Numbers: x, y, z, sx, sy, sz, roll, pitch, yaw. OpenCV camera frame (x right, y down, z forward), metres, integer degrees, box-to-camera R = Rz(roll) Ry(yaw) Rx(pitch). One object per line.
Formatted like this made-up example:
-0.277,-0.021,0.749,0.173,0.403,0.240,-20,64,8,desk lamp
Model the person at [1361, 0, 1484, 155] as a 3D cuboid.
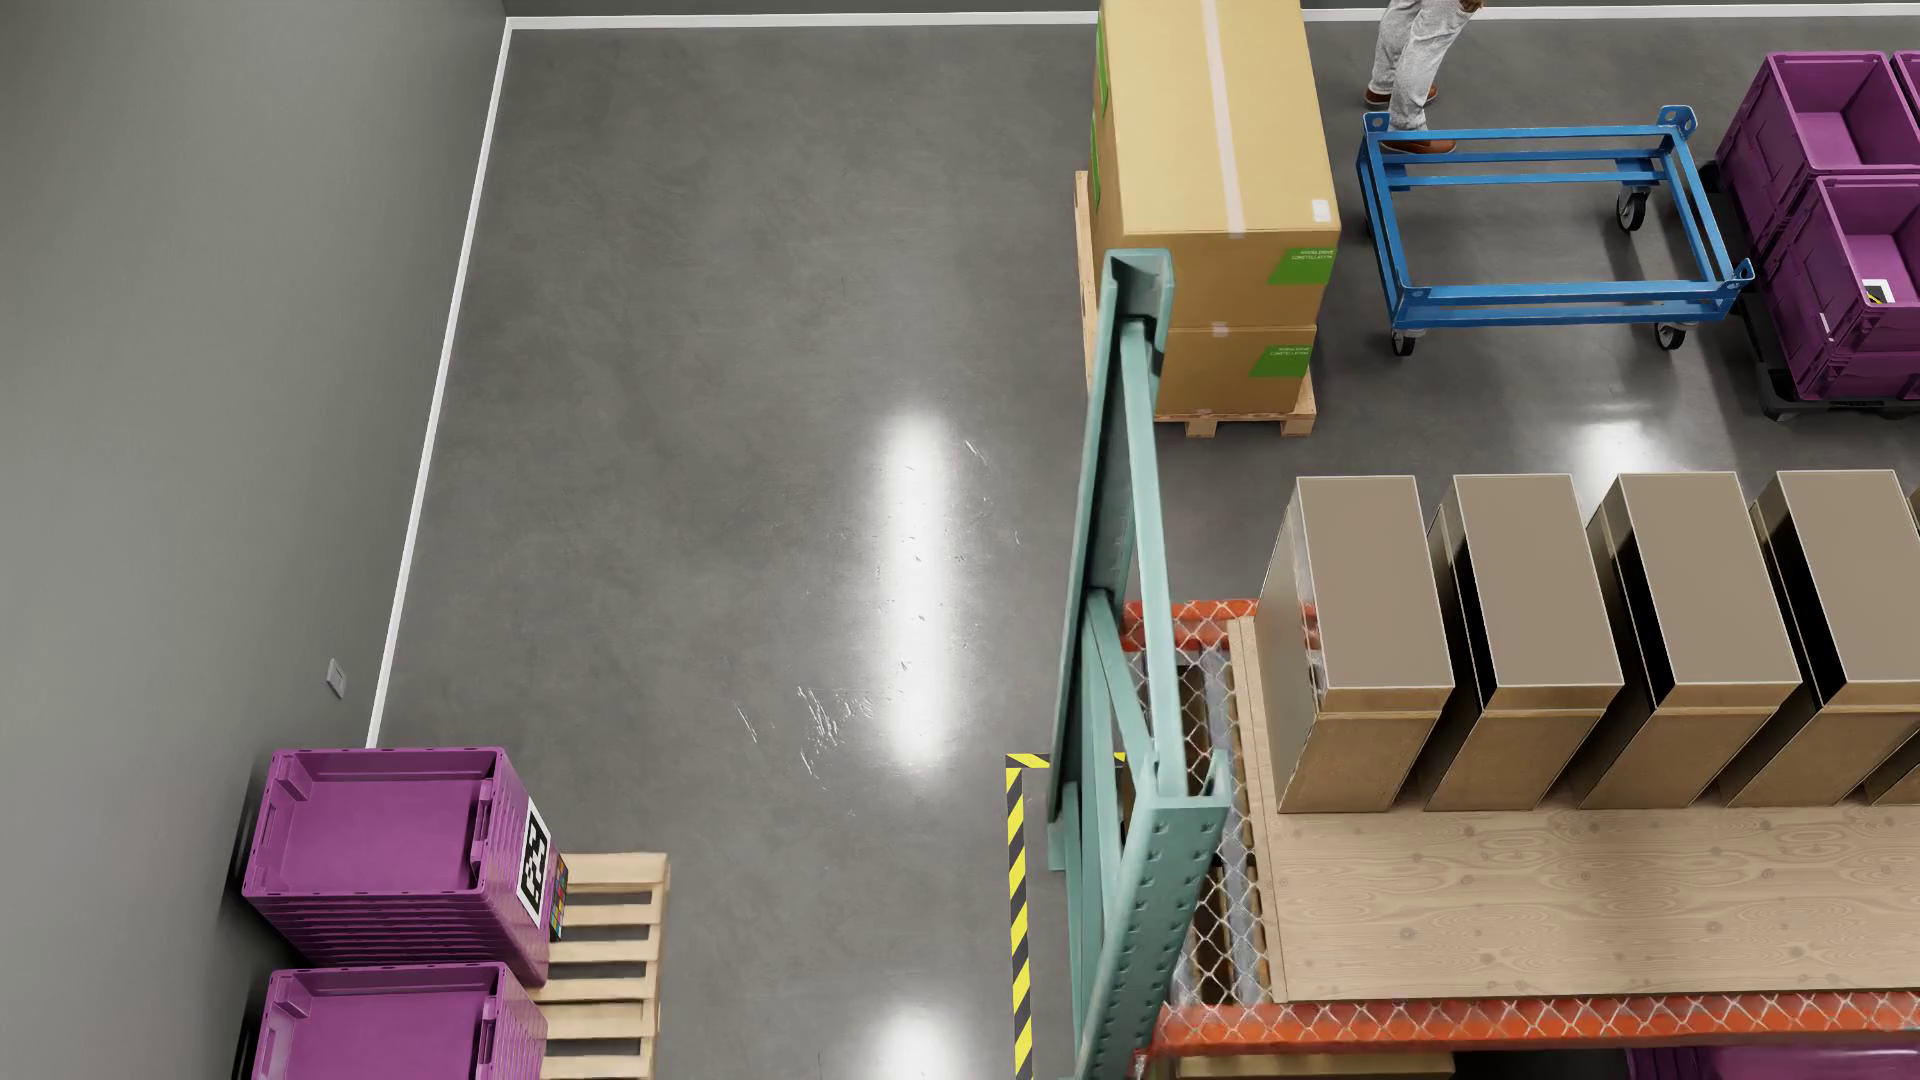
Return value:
1.830,-2.238,6.074,0.357,1.938,0.638,-3,58,-2,person
